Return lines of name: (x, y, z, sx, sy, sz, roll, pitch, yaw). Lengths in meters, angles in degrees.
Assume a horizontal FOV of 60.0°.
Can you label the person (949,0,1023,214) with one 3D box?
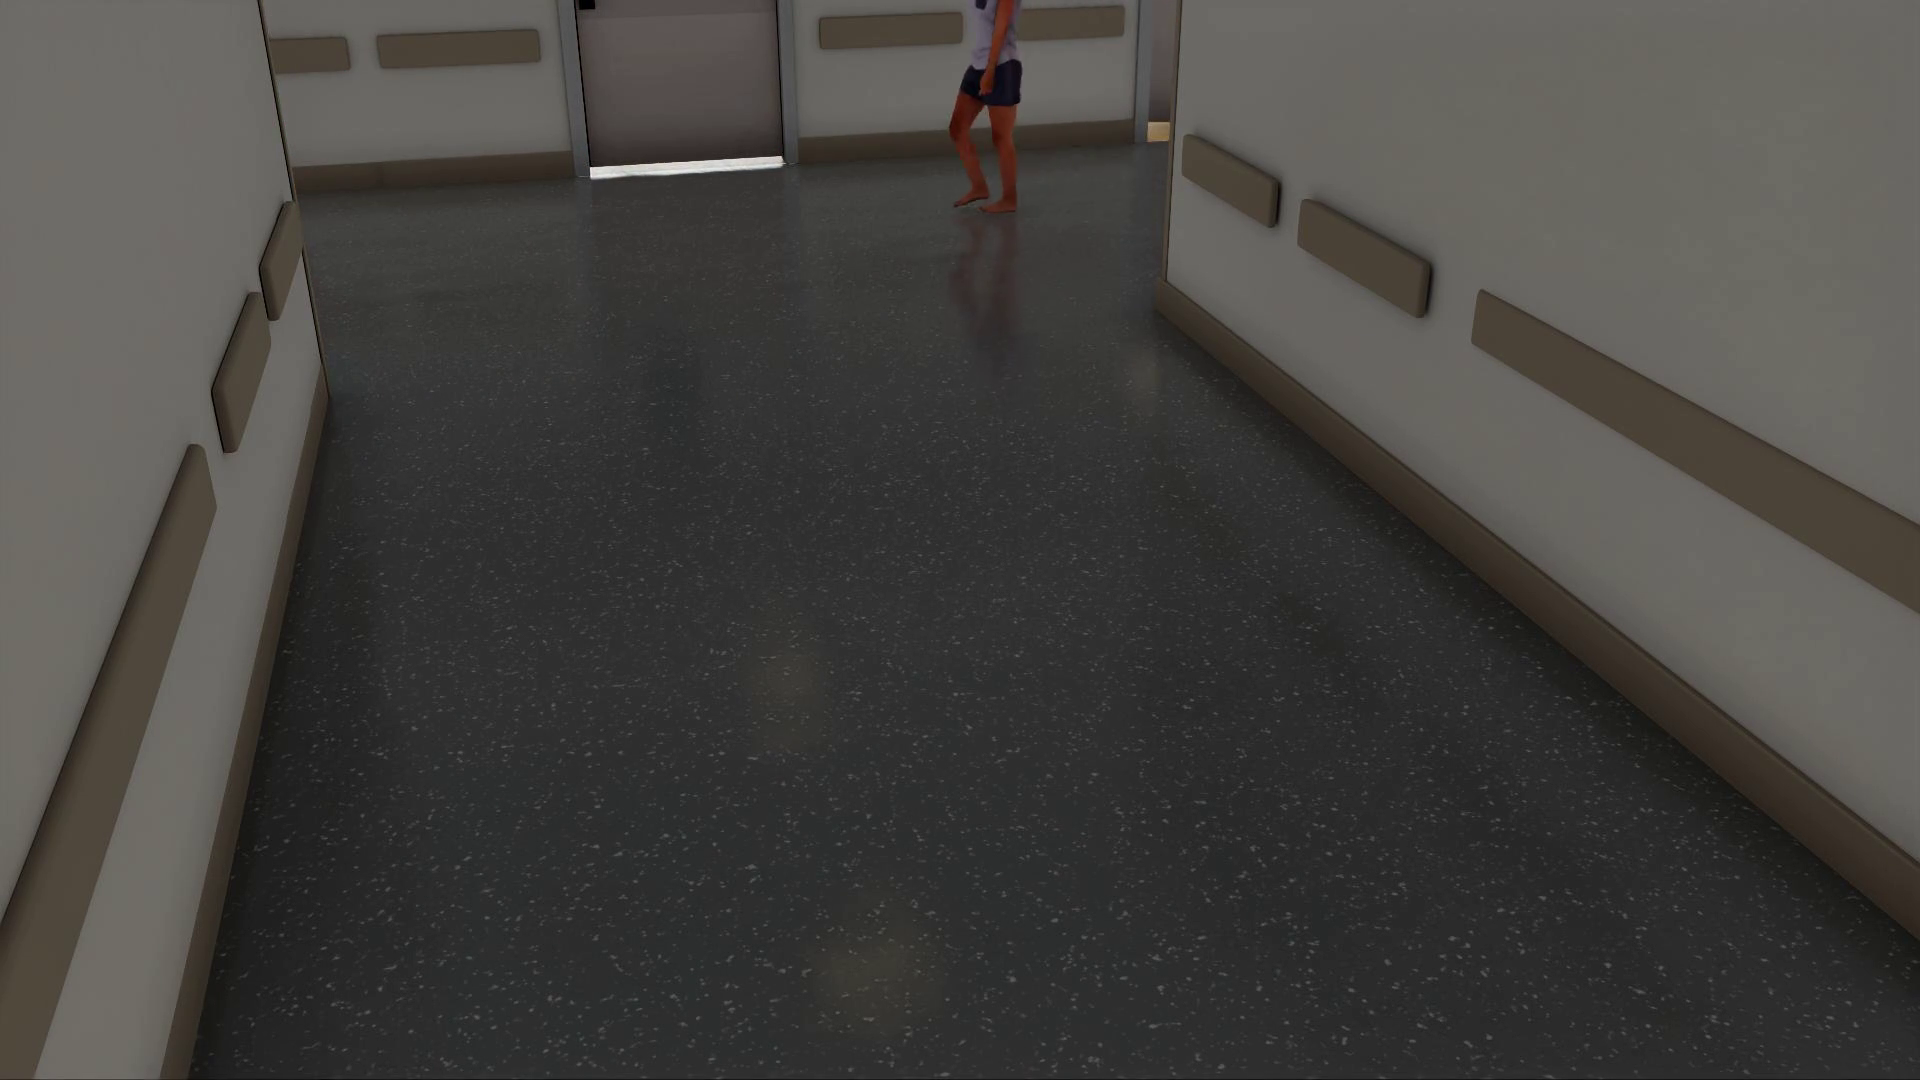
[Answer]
person: (0.258, -2.622, 9.303, 0.629, 1.608, 0.607, -12, 28, -23)
